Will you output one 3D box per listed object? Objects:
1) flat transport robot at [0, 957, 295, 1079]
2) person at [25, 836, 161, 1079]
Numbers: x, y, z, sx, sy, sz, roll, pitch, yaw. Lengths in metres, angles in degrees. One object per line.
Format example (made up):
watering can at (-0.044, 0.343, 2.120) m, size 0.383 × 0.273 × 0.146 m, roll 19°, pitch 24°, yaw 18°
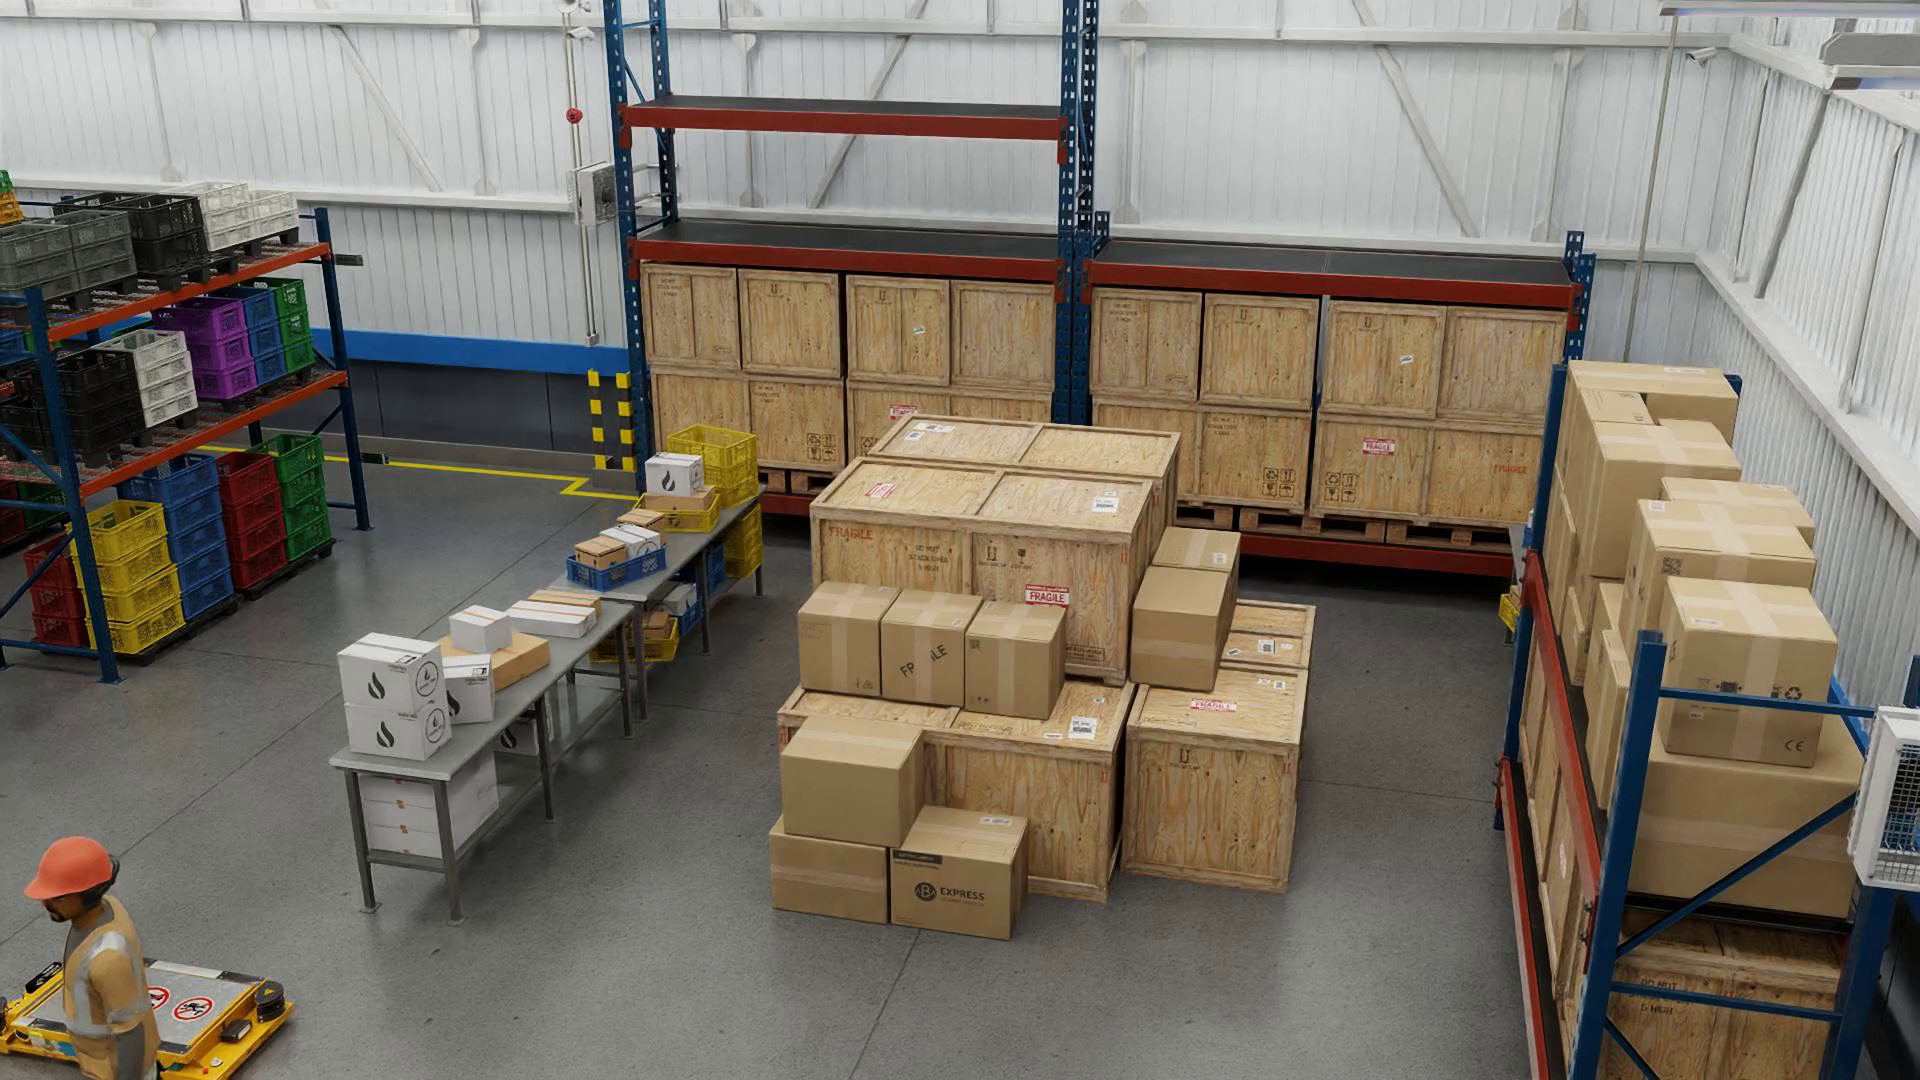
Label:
flat transport robot at (-4.270, 2.464, 8.601) m, size 1.431 × 0.231 × 0.659 m, roll 5°, pitch 22°, yaw 13°
person at (-3.542, 2.142, 6.952) m, size 0.358 × 2.047 × 0.613 m, roll -14°, pitch 25°, yaw -32°
